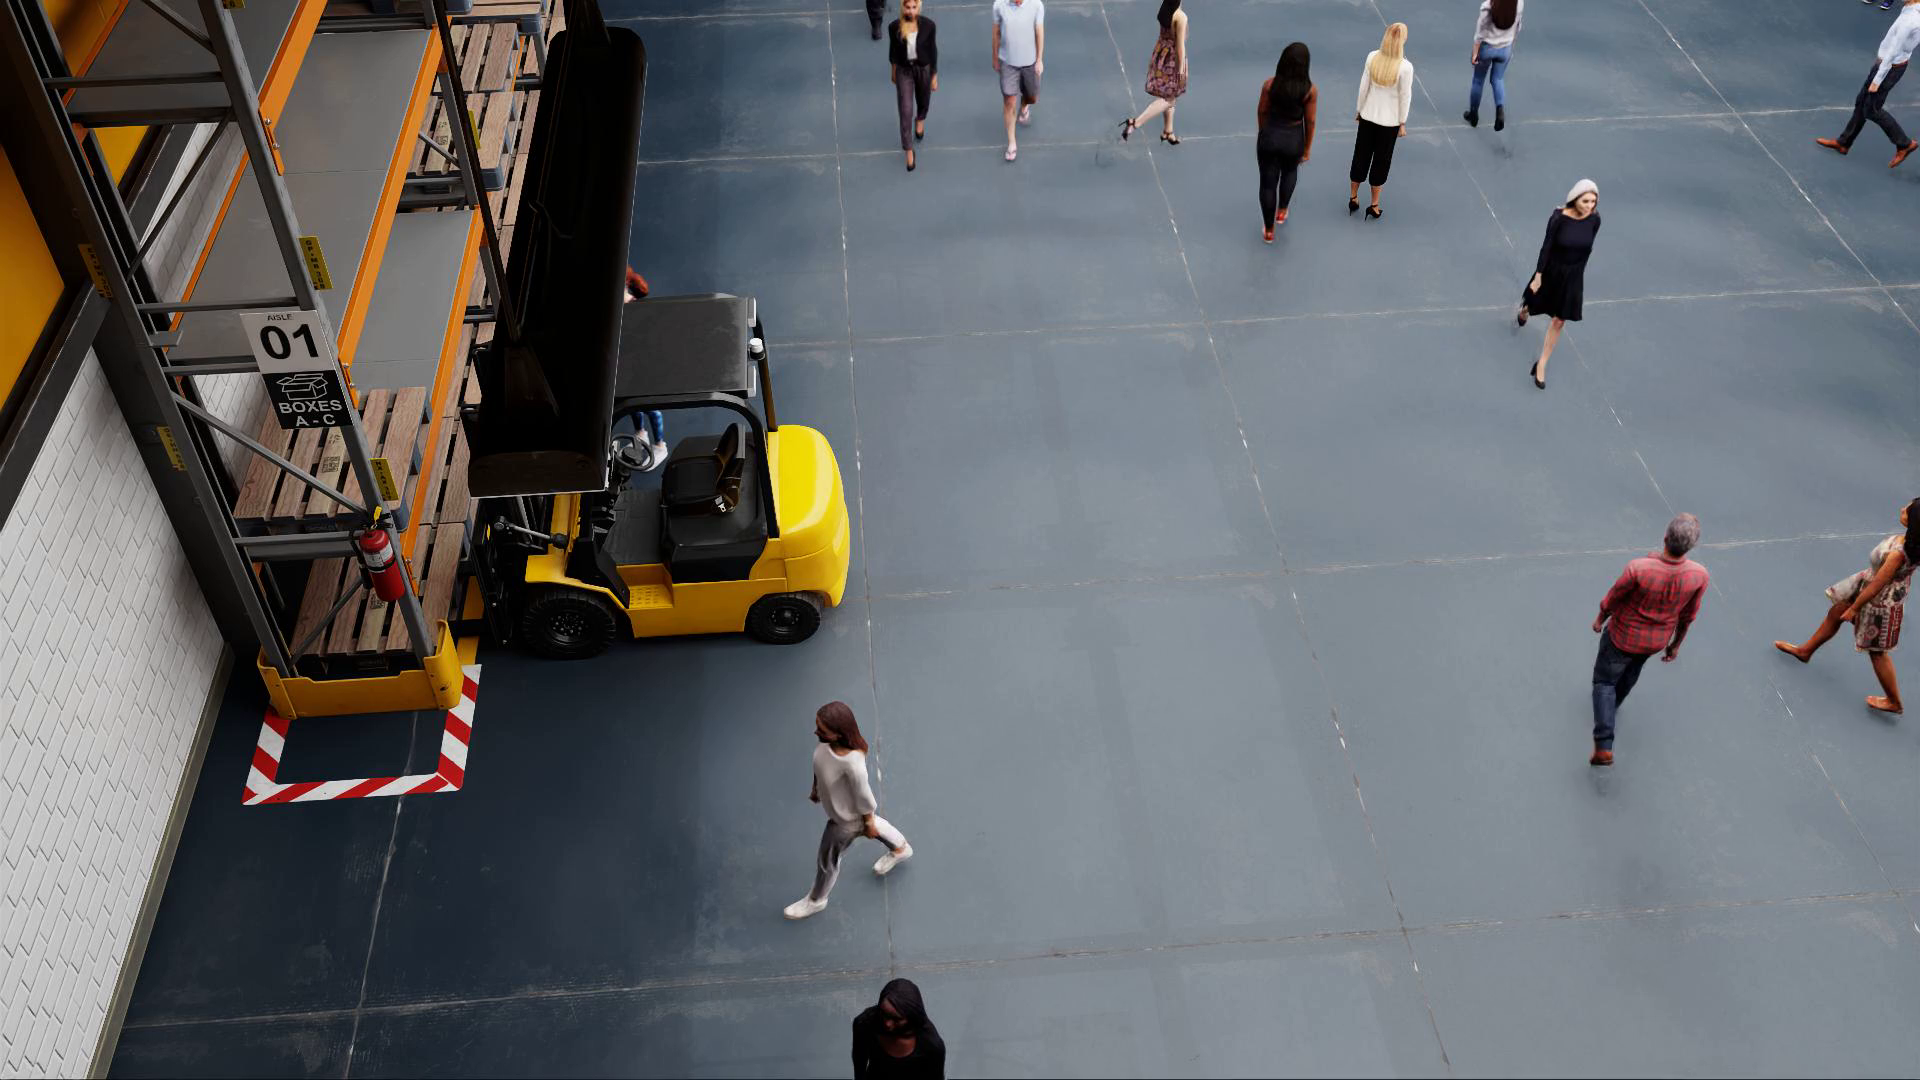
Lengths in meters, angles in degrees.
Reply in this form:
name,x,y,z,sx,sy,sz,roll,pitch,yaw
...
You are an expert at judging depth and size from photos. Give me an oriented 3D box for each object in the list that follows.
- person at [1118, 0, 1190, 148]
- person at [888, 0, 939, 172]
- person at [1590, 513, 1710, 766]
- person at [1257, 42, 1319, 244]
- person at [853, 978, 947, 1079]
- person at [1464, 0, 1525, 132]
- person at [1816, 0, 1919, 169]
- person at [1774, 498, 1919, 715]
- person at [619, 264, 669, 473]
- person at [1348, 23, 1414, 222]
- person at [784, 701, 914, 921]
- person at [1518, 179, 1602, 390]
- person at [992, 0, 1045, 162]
name,x,y,z,sx,sy,sz,roll,pitch,yaw
person,1.874,-4.383,15.451,0.883,1.759,0.979,-18,46,-18
person,-0.420,-4.349,15.516,0.586,1.618,0.996,-3,44,-3
person,4.148,0.636,10.149,0.795,1.804,1.144,3,44,3
person,2.772,-3.380,14.374,0.756,1.791,0.873,6,44,7
person,-0.280,2.642,8.106,0.762,1.718,0.835,13,45,13
person,5.112,-4.600,15.783,0.637,1.614,0.843,-7,44,-7
person,8.616,-4.269,15.319,1.127,1.774,1.103,28,50,26
person,5.880,0.436,10.503,1.047,1.606,1.169,-33,53,-30
person,-2.391,-1.287,12.182,0.678,1.784,0.739,30,51,28
person,3.695,-3.675,14.635,0.690,1.858,0.732,26,50,25
person,-0.569,1.456,9.402,0.917,1.646,1.101,-19,47,-18
person,4.661,-2.079,13.060,0.630,1.720,1.057,-1,44,-1
person,0.560,-4.519,15.556,0.712,1.810,1.037,2,44,2
